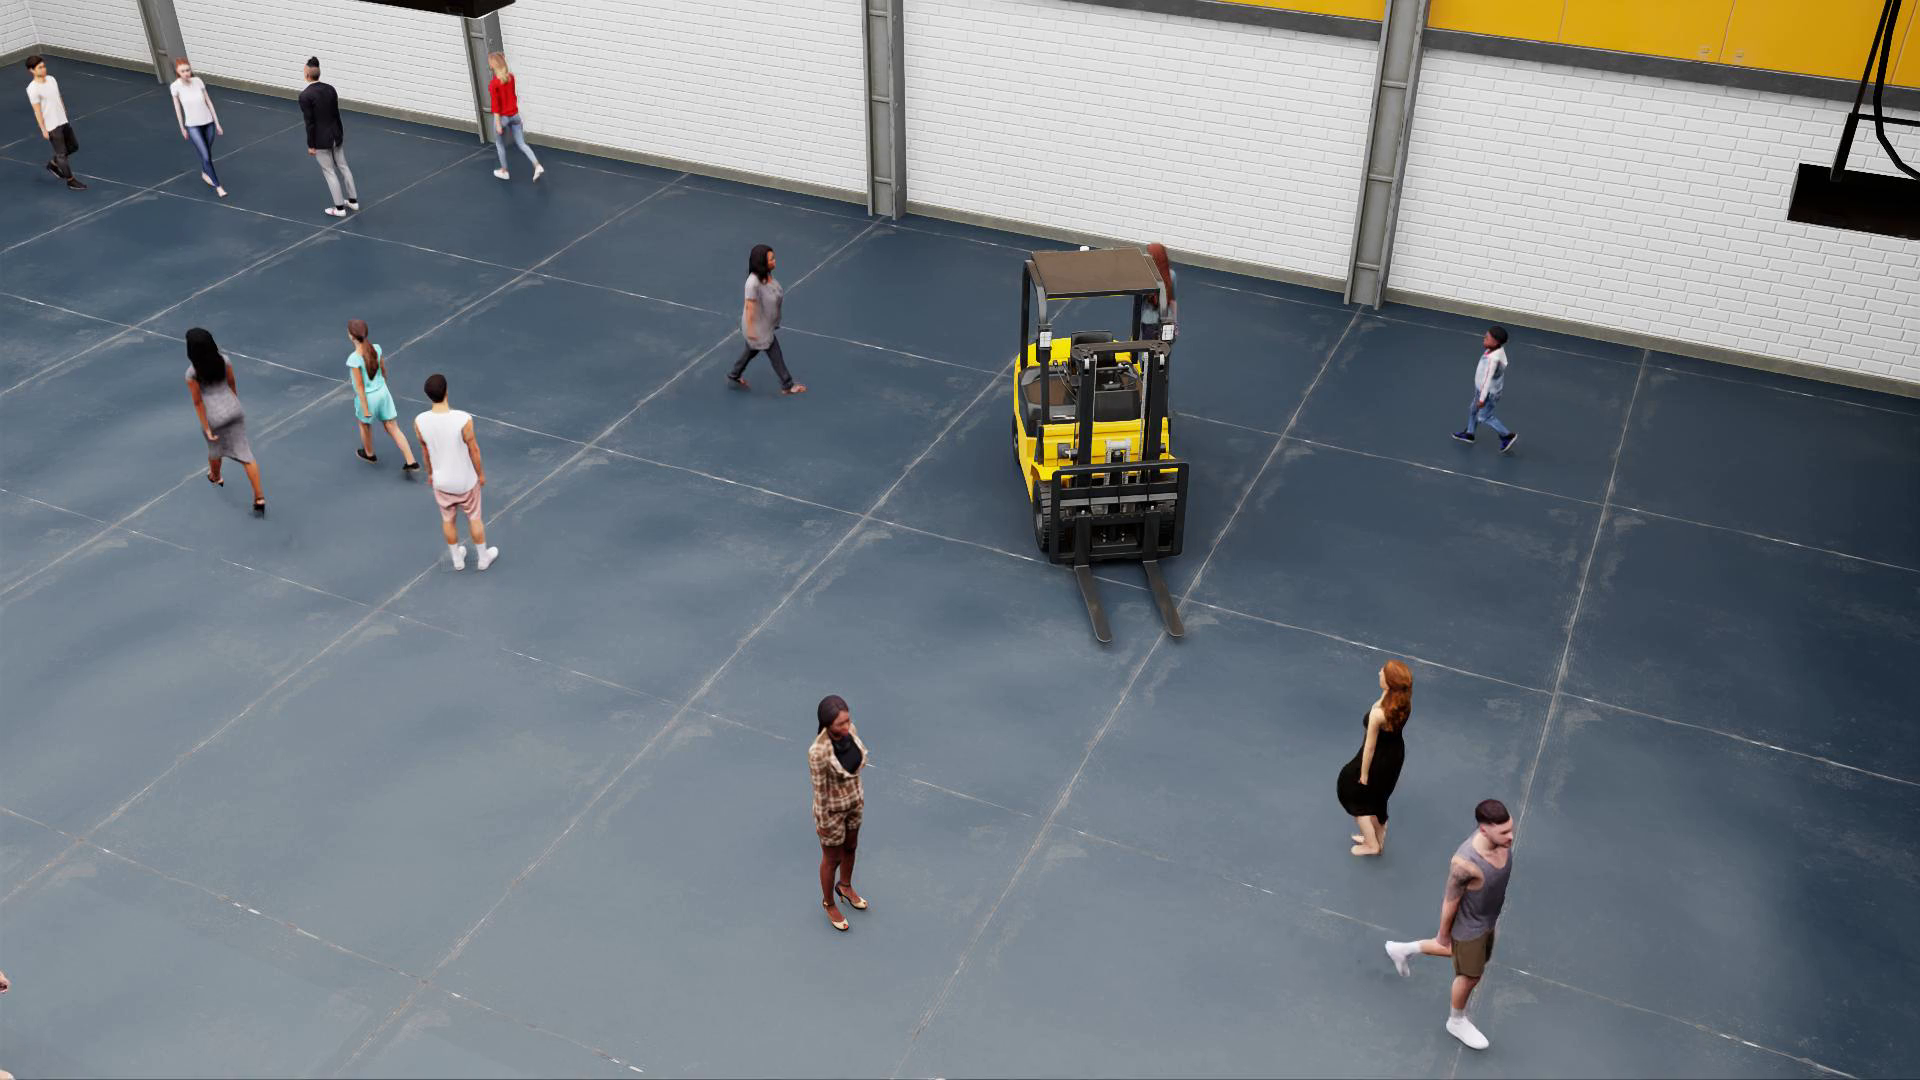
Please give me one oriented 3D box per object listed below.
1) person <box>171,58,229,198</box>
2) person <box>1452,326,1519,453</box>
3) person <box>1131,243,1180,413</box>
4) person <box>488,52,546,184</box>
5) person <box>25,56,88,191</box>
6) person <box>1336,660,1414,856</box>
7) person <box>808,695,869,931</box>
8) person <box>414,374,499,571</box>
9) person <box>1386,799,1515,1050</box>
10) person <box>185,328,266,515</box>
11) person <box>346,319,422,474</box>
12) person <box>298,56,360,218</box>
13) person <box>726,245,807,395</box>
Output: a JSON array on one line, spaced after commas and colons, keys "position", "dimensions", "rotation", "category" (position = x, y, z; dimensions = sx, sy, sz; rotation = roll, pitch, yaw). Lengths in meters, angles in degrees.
[{"position": [-9.588, -5.208, 20.926], "dimensions": [0.882, 1.691, 1.209], "rotation": [-26, 42, -34], "category": "person"}, {"position": [5.024, -1.411, 15.619], "dimensions": [0.806, 1.241, 0.475], "rotation": [14, 36, 20], "category": "person"}, {"position": [1.934, -1.993, 16.075], "dimensions": [1.011, 1.707, 1.115], "rotation": [-13, 36, -19], "category": "person"}, {"position": [-5.682, -5.325, 21.113], "dimensions": [1.106, 1.678, 0.700], "rotation": [19, 38, 26], "category": "person"}, {"position": [-11.516, -5.285, 21.027], "dimensions": [0.876, 1.709, 0.748], "rotation": [7, 34, 10], "category": "person"}, {"position": [2.825, 1.496, 10.914], "dimensions": [0.691, 1.610, 0.740], "rotation": [-24, 40, -31], "category": "person"}, {"position": [-0.765, 1.695, 10.448], "dimensions": [0.595, 1.795, 0.618], "rotation": [21, 39, 28], "category": "person"}, {"position": [-4.218, -0.535, 13.812], "dimensions": [0.641, 1.784, 0.768], "rotation": [1, 34, 2], "category": "person"}, {"position": [2.906, 2.153, 9.725], "dimensions": [1.088, 1.824, 0.807], "rotation": [27, 42, 34], "category": "person"}, {"position": [-6.389, -1.004, 14.561], "dimensions": [0.853, 1.737, 1.175], "rotation": [-29, 43, -36], "category": "person"}, {"position": [-5.283, -1.268, 15.151], "dimensions": [1.097, 1.523, 0.675], "rotation": [22, 39, 29], "category": "person"}, {"position": [-7.718, -4.924, 20.265], "dimensions": [0.584, 1.950, 0.717], "rotation": [17, 37, 23], "category": "person"}, {"position": [-2.044, -2.162, 16.451], "dimensions": [1.148, 1.573, 0.860], "rotation": [3, 34, 5], "category": "person"}]
